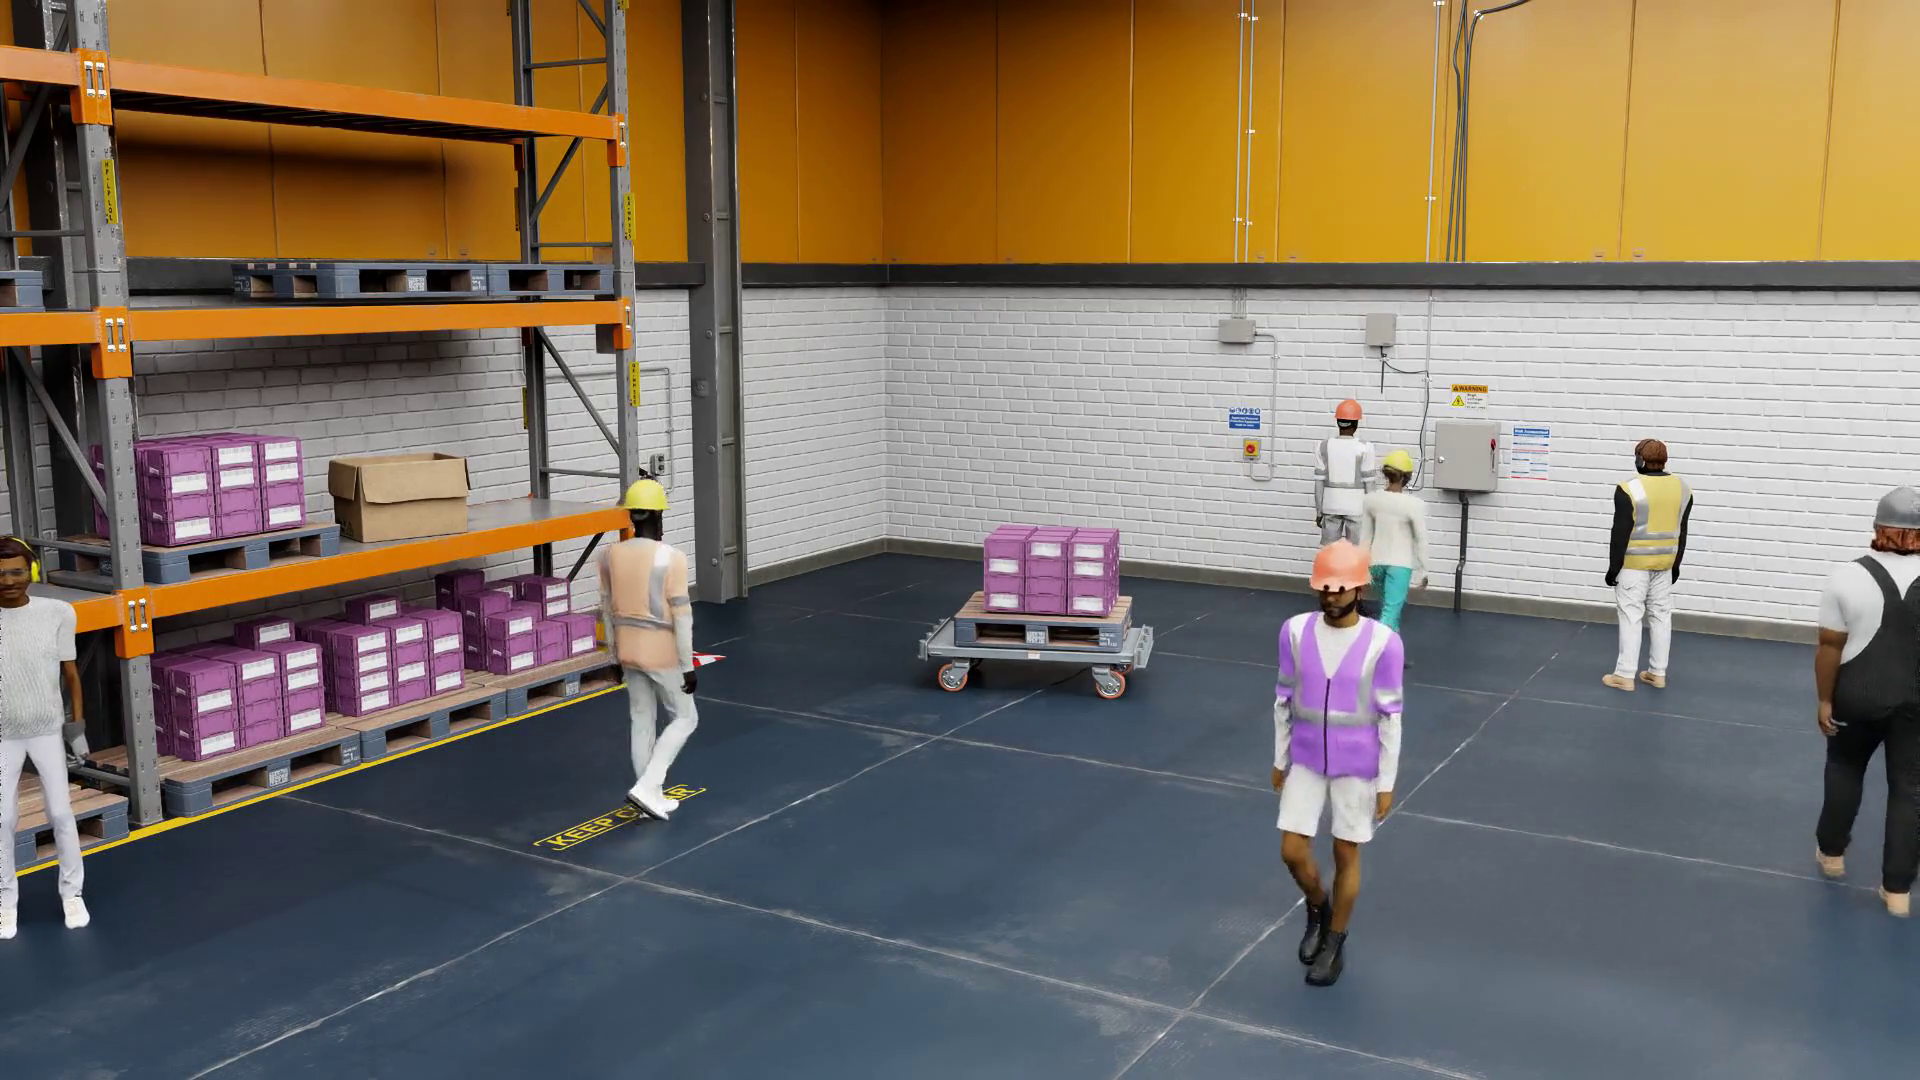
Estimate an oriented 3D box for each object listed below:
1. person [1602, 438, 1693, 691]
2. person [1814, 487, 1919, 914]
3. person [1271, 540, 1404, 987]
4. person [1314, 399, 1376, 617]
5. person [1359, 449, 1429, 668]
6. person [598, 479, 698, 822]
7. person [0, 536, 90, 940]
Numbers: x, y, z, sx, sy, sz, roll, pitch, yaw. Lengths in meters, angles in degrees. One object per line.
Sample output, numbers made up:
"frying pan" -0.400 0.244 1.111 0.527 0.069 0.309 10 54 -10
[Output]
"person" 4.984 0.178 12.131 0.634 1.842 0.429 -3 9 -16
"person" 4.536 0.720 8.124 0.696 2.000 0.884 4 10 23
"person" 1.580 0.950 7.053 0.568 1.923 0.400 5 10 29
"person" 3.388 -0.272 14.632 0.543 1.940 0.361 5 10 28
"person" 3.194 0.188 12.409 0.856 1.736 0.537 -8 12 -42
"person" -1.703 0.622 9.108 0.618 1.913 0.440 5 10 27
"person" -4.281 0.898 7.617 0.509 1.853 0.318 -5 10 -26
